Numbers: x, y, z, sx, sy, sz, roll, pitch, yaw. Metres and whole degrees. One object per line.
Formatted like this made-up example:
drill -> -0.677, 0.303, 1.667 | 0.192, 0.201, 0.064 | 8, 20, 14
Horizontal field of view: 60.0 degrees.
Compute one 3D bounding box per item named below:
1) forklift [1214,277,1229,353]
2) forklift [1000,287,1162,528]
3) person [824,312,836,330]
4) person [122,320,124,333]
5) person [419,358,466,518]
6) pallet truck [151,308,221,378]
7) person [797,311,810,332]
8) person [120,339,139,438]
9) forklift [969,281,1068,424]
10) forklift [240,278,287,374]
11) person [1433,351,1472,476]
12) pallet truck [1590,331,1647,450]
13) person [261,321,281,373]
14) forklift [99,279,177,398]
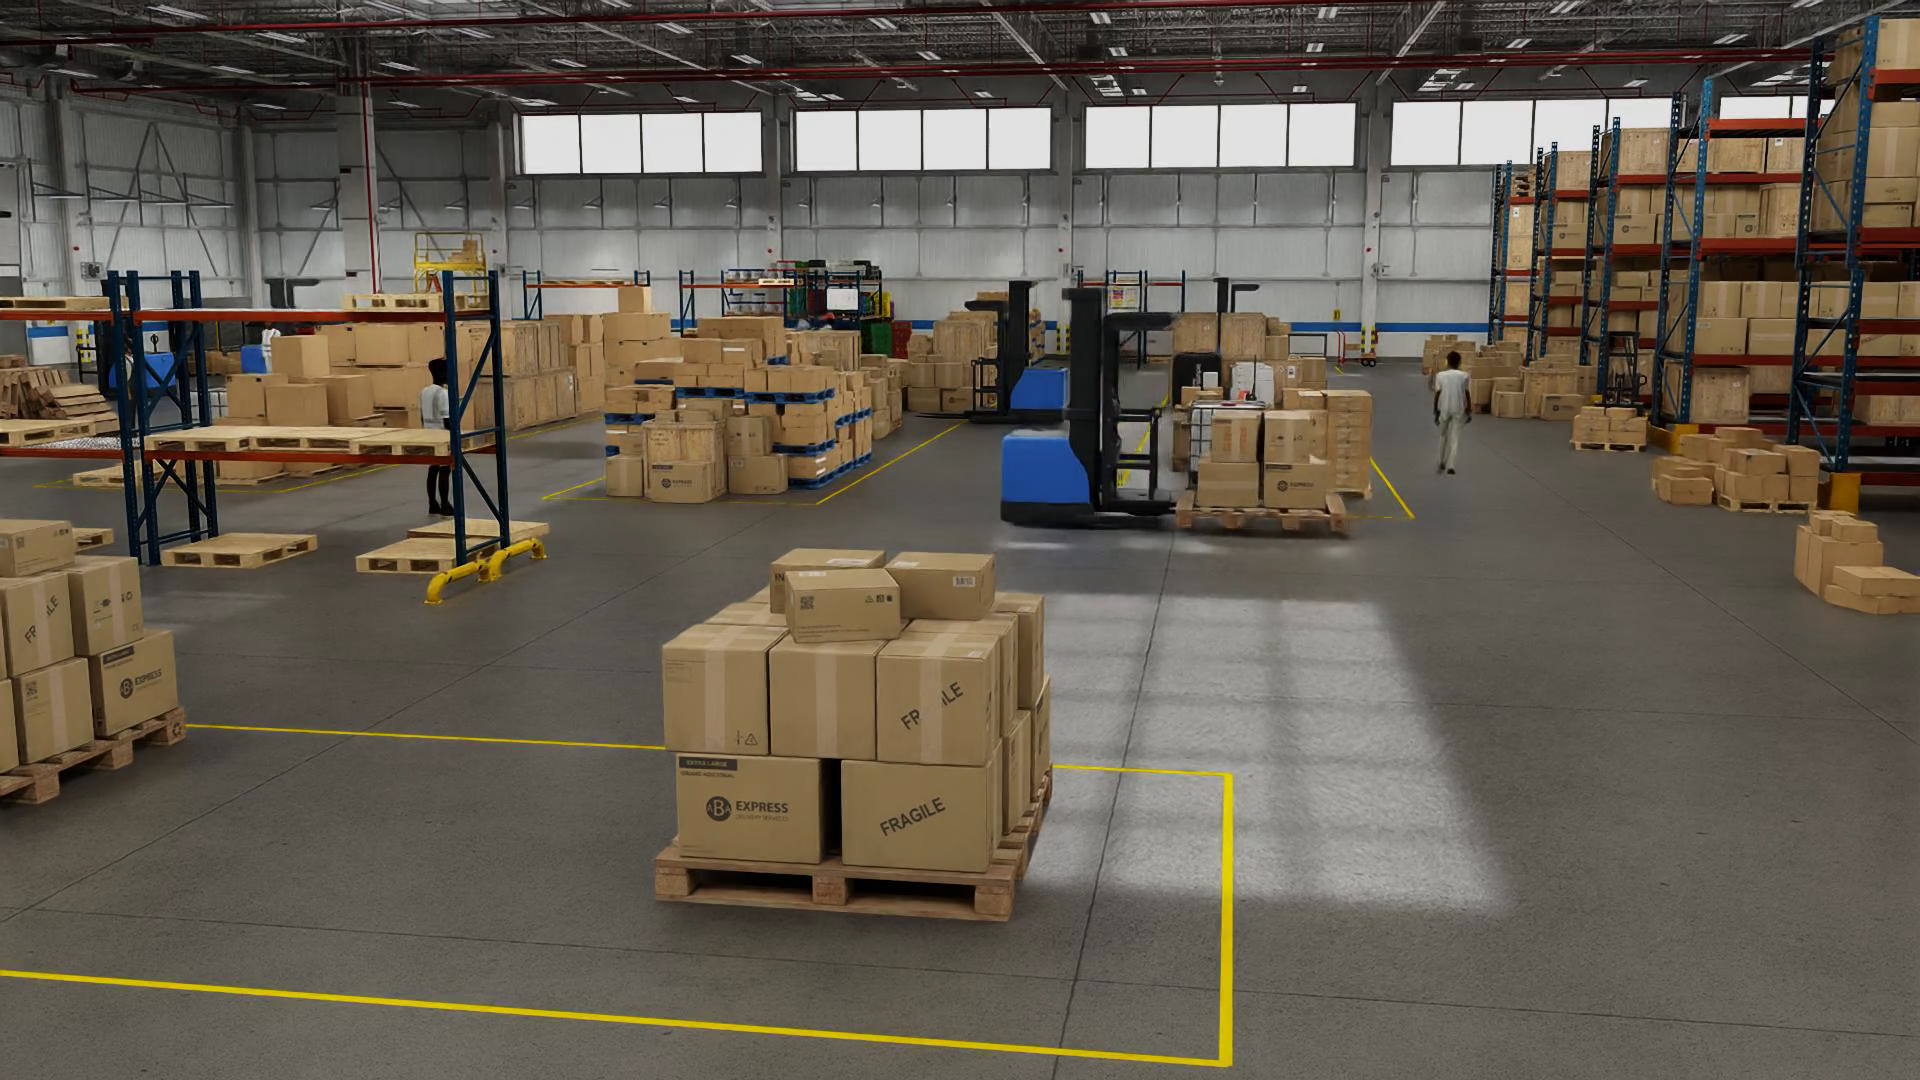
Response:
forklift -> 7.608, -6.240, 48.397 | 1.873, 2.768, 1.129 | 1, 9, 9
forklift -> 1.471, -1.604, 19.807 | 1.873, 2.768, 1.129 | 1, 9, 9
person -> -3.587, -5.219, 45.042 | 0.634, 1.920, 0.561 | -1, 9, -5
person -> -25.899, -6.107, 51.382 | 0.308, 1.645, 0.514 | 0, 9, -3
person -> -6.389, -1.249, 20.425 | 0.608, 1.966, 0.372 | 9, 13, 43
pallet truck -> -21.869, -5.598, 47.154 | 0.823, 1.965, 1.885 | 4, 10, 26
person -> -4.313, -5.415, 46.317 | 0.423, 1.906, 0.656 | -5, 10, -27
person -> -14.582, -2.618, 29.247 | 0.346, 1.846, 0.506 | -2, 9, -13
forklift -> 1.194, -3.753, 33.059 | 1.873, 2.768, 1.129 | 1, 9, 9
forklift -> -17.626, -5.370, 43.033 | 1.873, 2.768, 1.129 | -3, 10, -18
person -> 7.381, -1.898, 24.882 | 0.540, 1.826, 0.941 | 4, 10, 23
pallet truck -> 11.253, -2.573, 28.499 | 0.823, 1.965, 1.885 | 5, 10, 27
person -> -17.093, -4.587, 41.273 | 0.574, 1.883, 0.356 | 4, 10, 21
forklift -> -19.606, -4.720, 39.027 | 1.873, 2.768, 1.129 | 1, 9, 9
